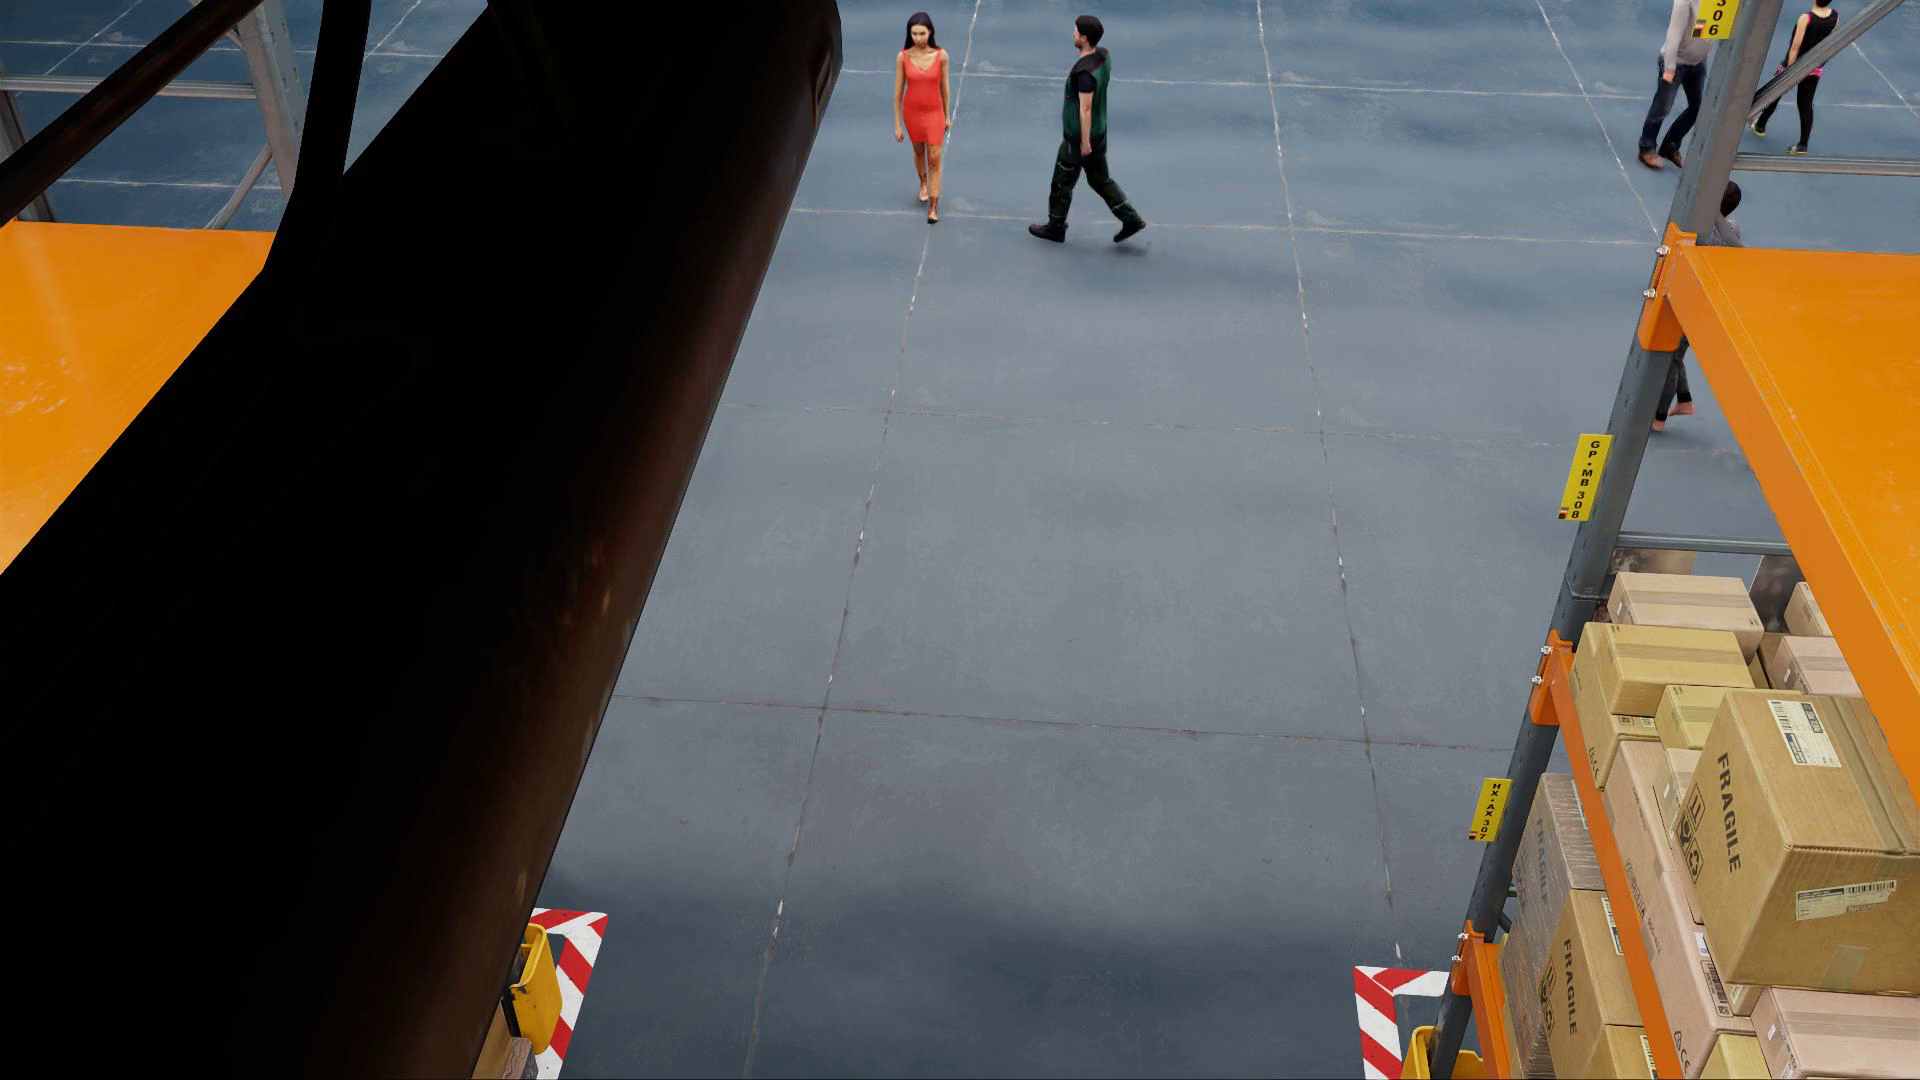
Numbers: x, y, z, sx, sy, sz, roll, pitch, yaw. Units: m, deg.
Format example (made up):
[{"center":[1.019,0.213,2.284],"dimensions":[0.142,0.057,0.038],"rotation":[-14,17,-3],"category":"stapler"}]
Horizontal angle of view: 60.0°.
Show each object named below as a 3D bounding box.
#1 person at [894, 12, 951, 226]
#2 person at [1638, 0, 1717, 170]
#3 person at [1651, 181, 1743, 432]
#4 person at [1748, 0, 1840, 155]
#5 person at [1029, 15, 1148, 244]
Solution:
[{"center":[-0.304,-3.477,13.588],"dimensions":[0.656,1.668,1.130],"rotation":[0,38,0],"category":"person"},{"center":[6.125,-4.114,14.221],"dimensions":[0.879,1.891,0.887],"rotation":[-16,41,-19],"category":"person"},{"center":[4.843,-1.467,10.887],"dimensions":[0.877,1.831,0.798],"rotation":[30,47,33],"category":"person"},{"center":[7.383,-4.083,14.488],"dimensions":[0.689,1.514,1.083],"rotation":[-4,38,-6],"category":"person"},{"center":[1.073,-3.150,13.007],"dimensions":[0.976,1.869,1.212],"rotation":[14,40,17],"category":"person"}]
